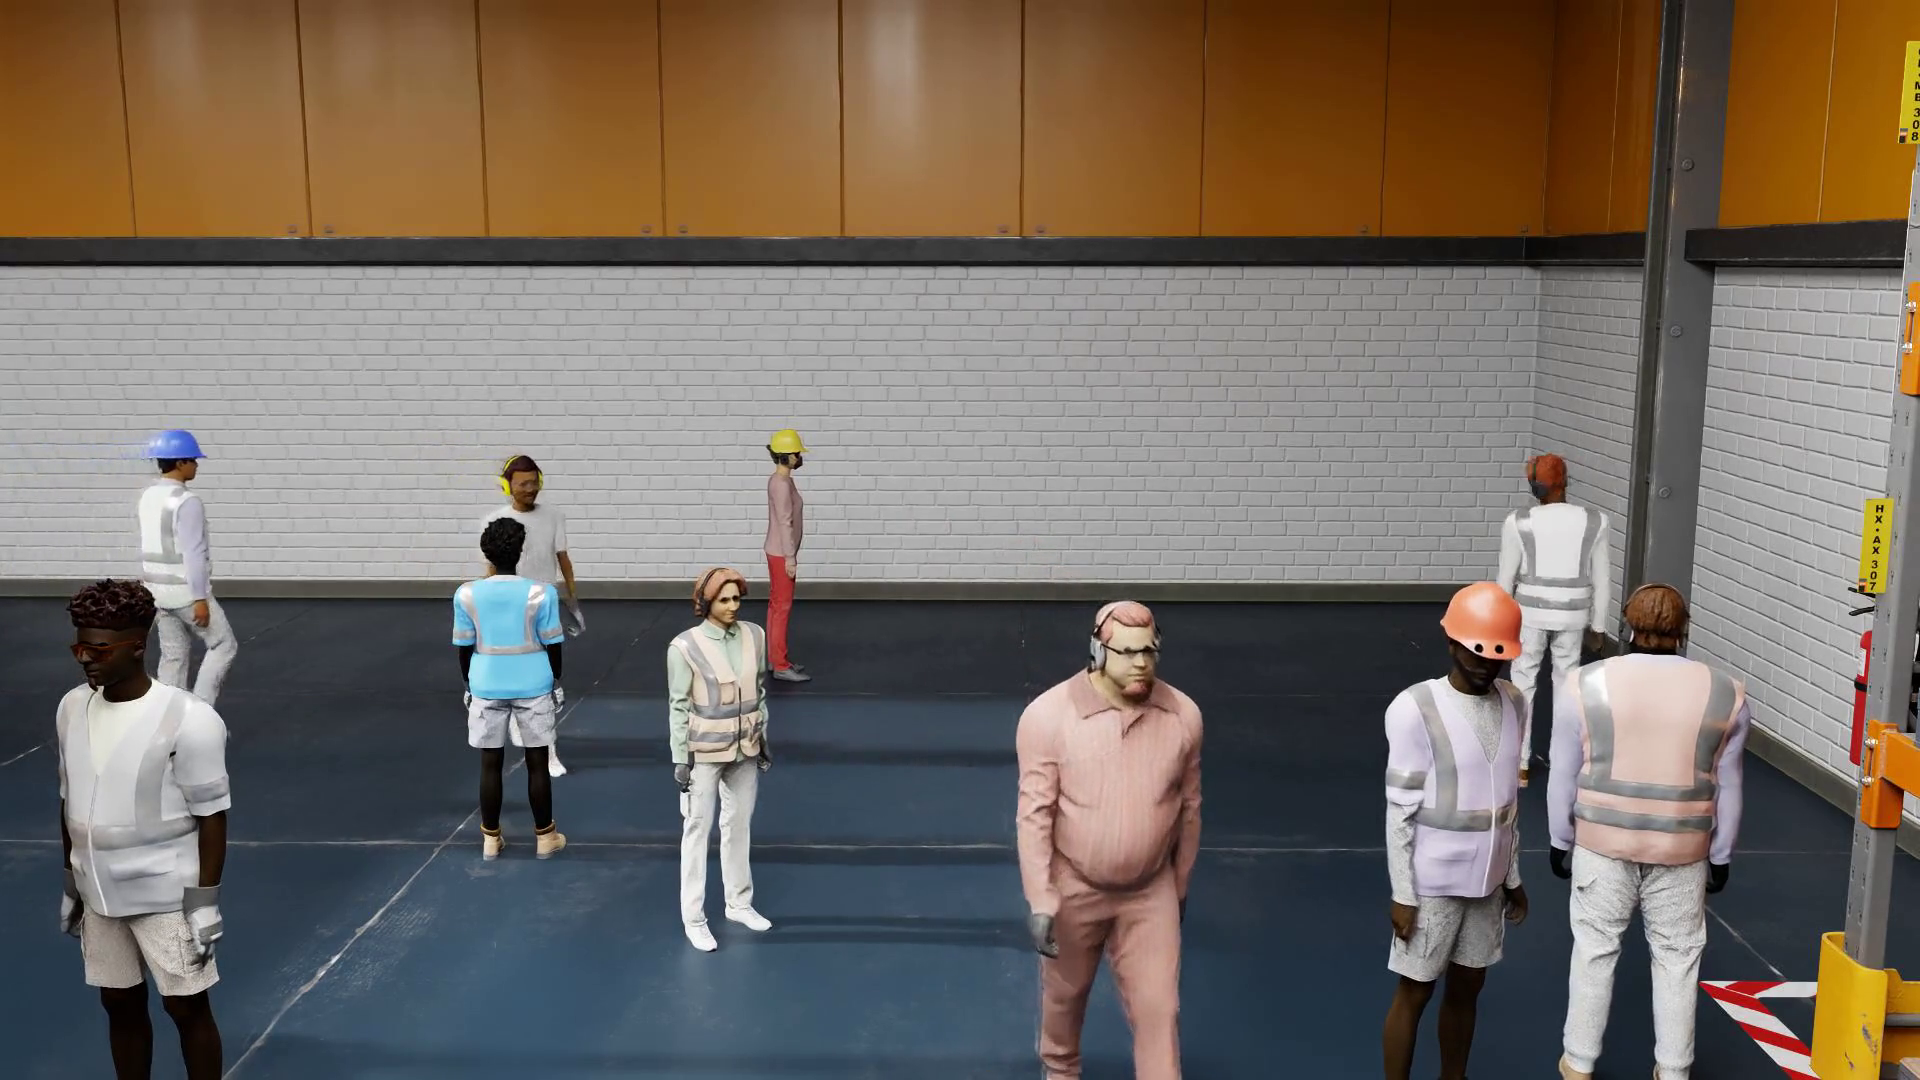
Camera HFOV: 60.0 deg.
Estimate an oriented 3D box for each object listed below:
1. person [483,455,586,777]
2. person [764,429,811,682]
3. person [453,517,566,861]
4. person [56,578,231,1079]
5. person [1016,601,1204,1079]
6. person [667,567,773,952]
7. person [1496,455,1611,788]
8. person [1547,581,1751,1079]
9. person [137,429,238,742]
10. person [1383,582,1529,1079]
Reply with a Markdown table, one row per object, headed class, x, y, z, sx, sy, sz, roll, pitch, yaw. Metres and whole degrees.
| class | x | y | z | sx | sy | sz | roll | pitch | yaw |
| --- | --- | --- | --- | --- | --- | --- | --- | --- | --- |
| person | -2.523 | 0.396 | 9.729 | 0.526 | 1.842 | 0.887 | -8 | 13 | -41 |
| person | -1.217 | 0.103 | 11.678 | 0.316 | 1.769 | 0.523 | -2 | 10 | -12 |
| person | -2.186 | 0.730 | 8.121 | 0.535 | 1.700 | 0.318 | 0 | 9 | -2 |
| person | -2.564 | 1.084 | 5.202 | 0.604 | 1.966 | 0.367 | 3 | 10 | 16 |
| person | 0.491 | 1.114 | 5.341 | 0.645 | 1.862 | 0.927 | -1 | 10 | -9 |
| person | -1.025 | 0.923 | 7.150 | 0.307 | 1.637 | 0.525 | 9 | 13 | 42 |
| person | 3.276 | 0.465 | 9.235 | 0.622 | 1.867 | 0.396 | 2 | 10 | 12 |
| person | 2.367 | 1.054 | 5.792 | 0.628 | 1.836 | 0.429 | 3 | 10 | 16 |
| person | -4.635 | 0.302 | 9.986 | 0.641 | 1.927 | 0.501 | 7 | 12 | 37 |
| person | 1.610 | 1.080 | 5.339 | 0.542 | 1.930 | 0.374 | -5 | 11 | -25 |
